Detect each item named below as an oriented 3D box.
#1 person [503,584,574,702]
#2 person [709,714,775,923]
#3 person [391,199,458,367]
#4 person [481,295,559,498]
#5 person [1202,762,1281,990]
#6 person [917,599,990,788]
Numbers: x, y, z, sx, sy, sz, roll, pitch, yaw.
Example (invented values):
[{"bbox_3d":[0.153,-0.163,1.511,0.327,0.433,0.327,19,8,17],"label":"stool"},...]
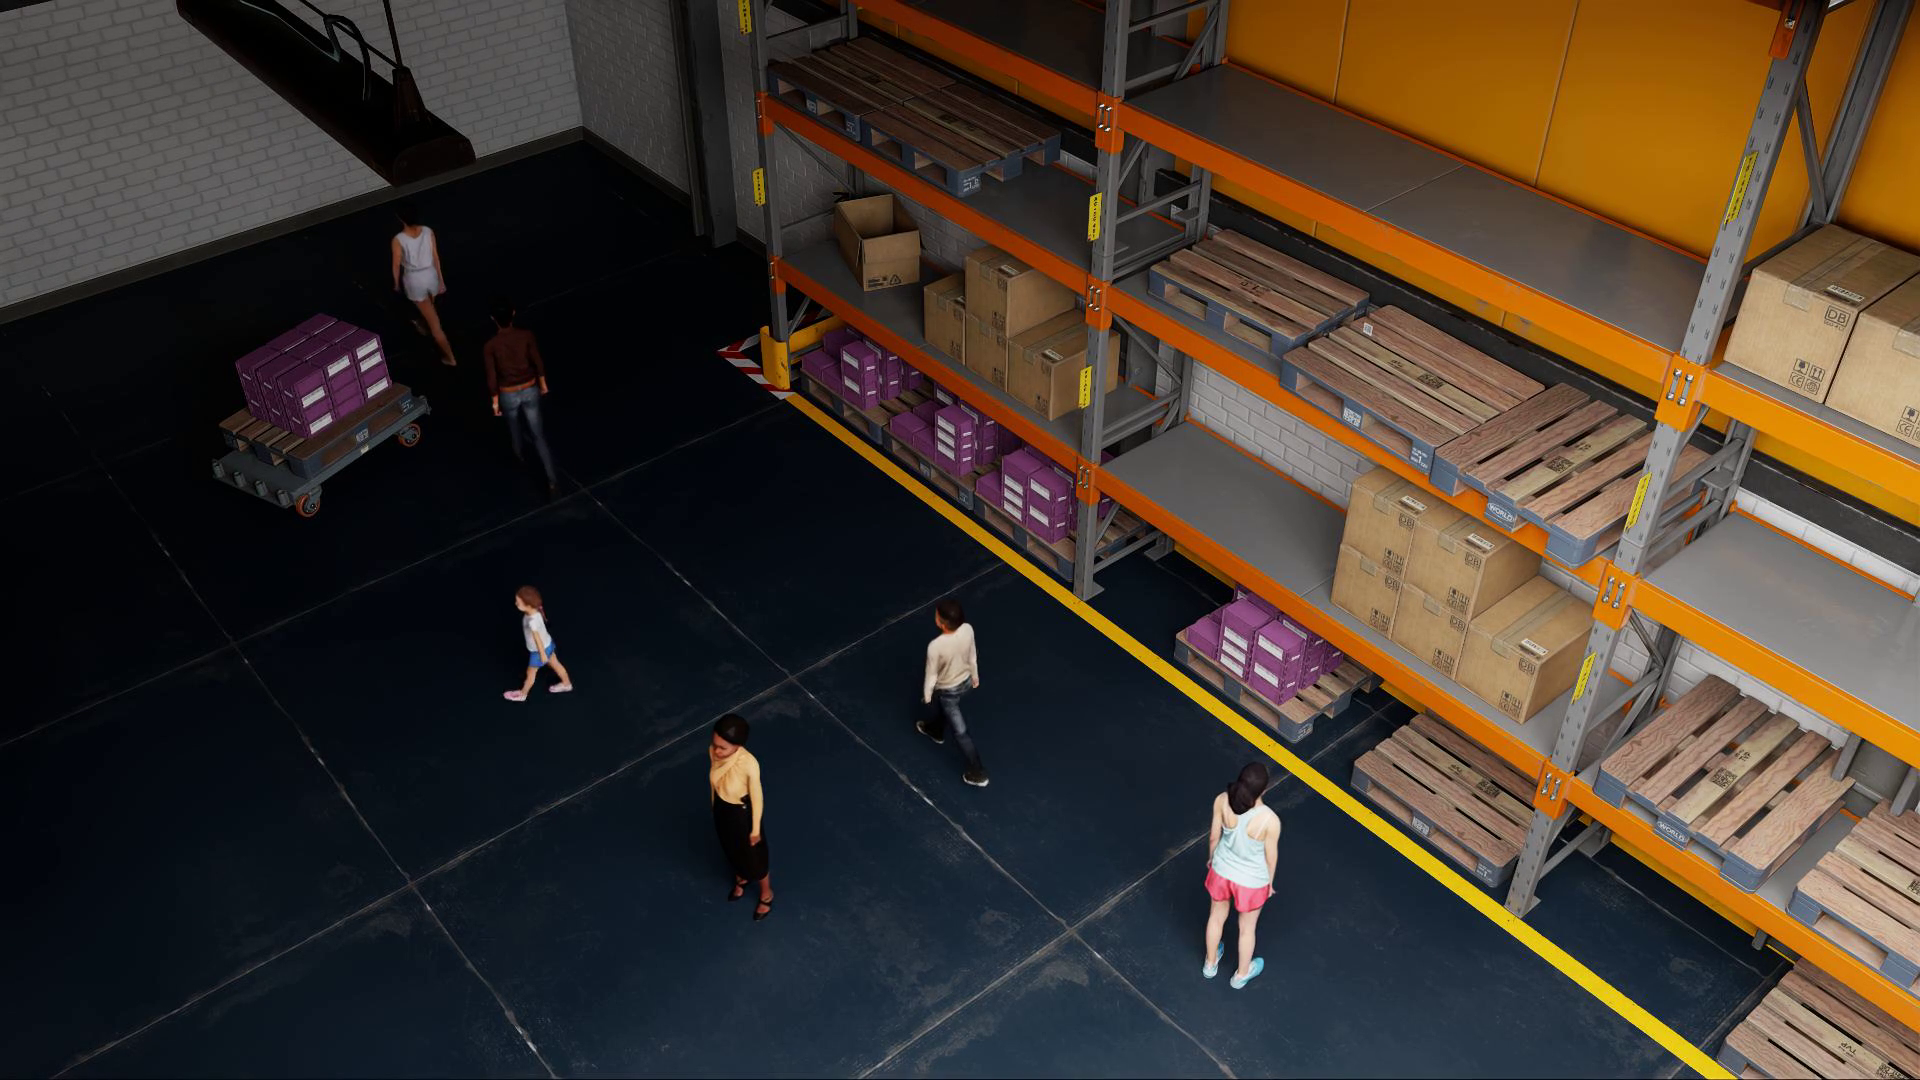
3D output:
[{"bbox_3d":[-2.923,0.728,11.762,0.676,0.997,0.690,-7,39,-9],"label":"person"},{"bbox_3d":[-1.328,1.672,10.056,0.520,1.652,0.666,27,46,30],"label":"person"},{"bbox_3d":[-4.837,-2.284,15.087,1.099,1.555,0.640,31,48,33],"label":"person"},{"bbox_3d":[-3.537,-1.127,13.491,0.810,1.740,1.200,-19,42,-22],"label":"person"},{"bbox_3d":[1.623,1.933,9.639,0.600,1.765,0.706,22,44,25],"label":"person"},{"bbox_3d":[-0.009,1.021,11.042,0.595,1.439,1.025,-32,48,-34],"label":"person"}]
